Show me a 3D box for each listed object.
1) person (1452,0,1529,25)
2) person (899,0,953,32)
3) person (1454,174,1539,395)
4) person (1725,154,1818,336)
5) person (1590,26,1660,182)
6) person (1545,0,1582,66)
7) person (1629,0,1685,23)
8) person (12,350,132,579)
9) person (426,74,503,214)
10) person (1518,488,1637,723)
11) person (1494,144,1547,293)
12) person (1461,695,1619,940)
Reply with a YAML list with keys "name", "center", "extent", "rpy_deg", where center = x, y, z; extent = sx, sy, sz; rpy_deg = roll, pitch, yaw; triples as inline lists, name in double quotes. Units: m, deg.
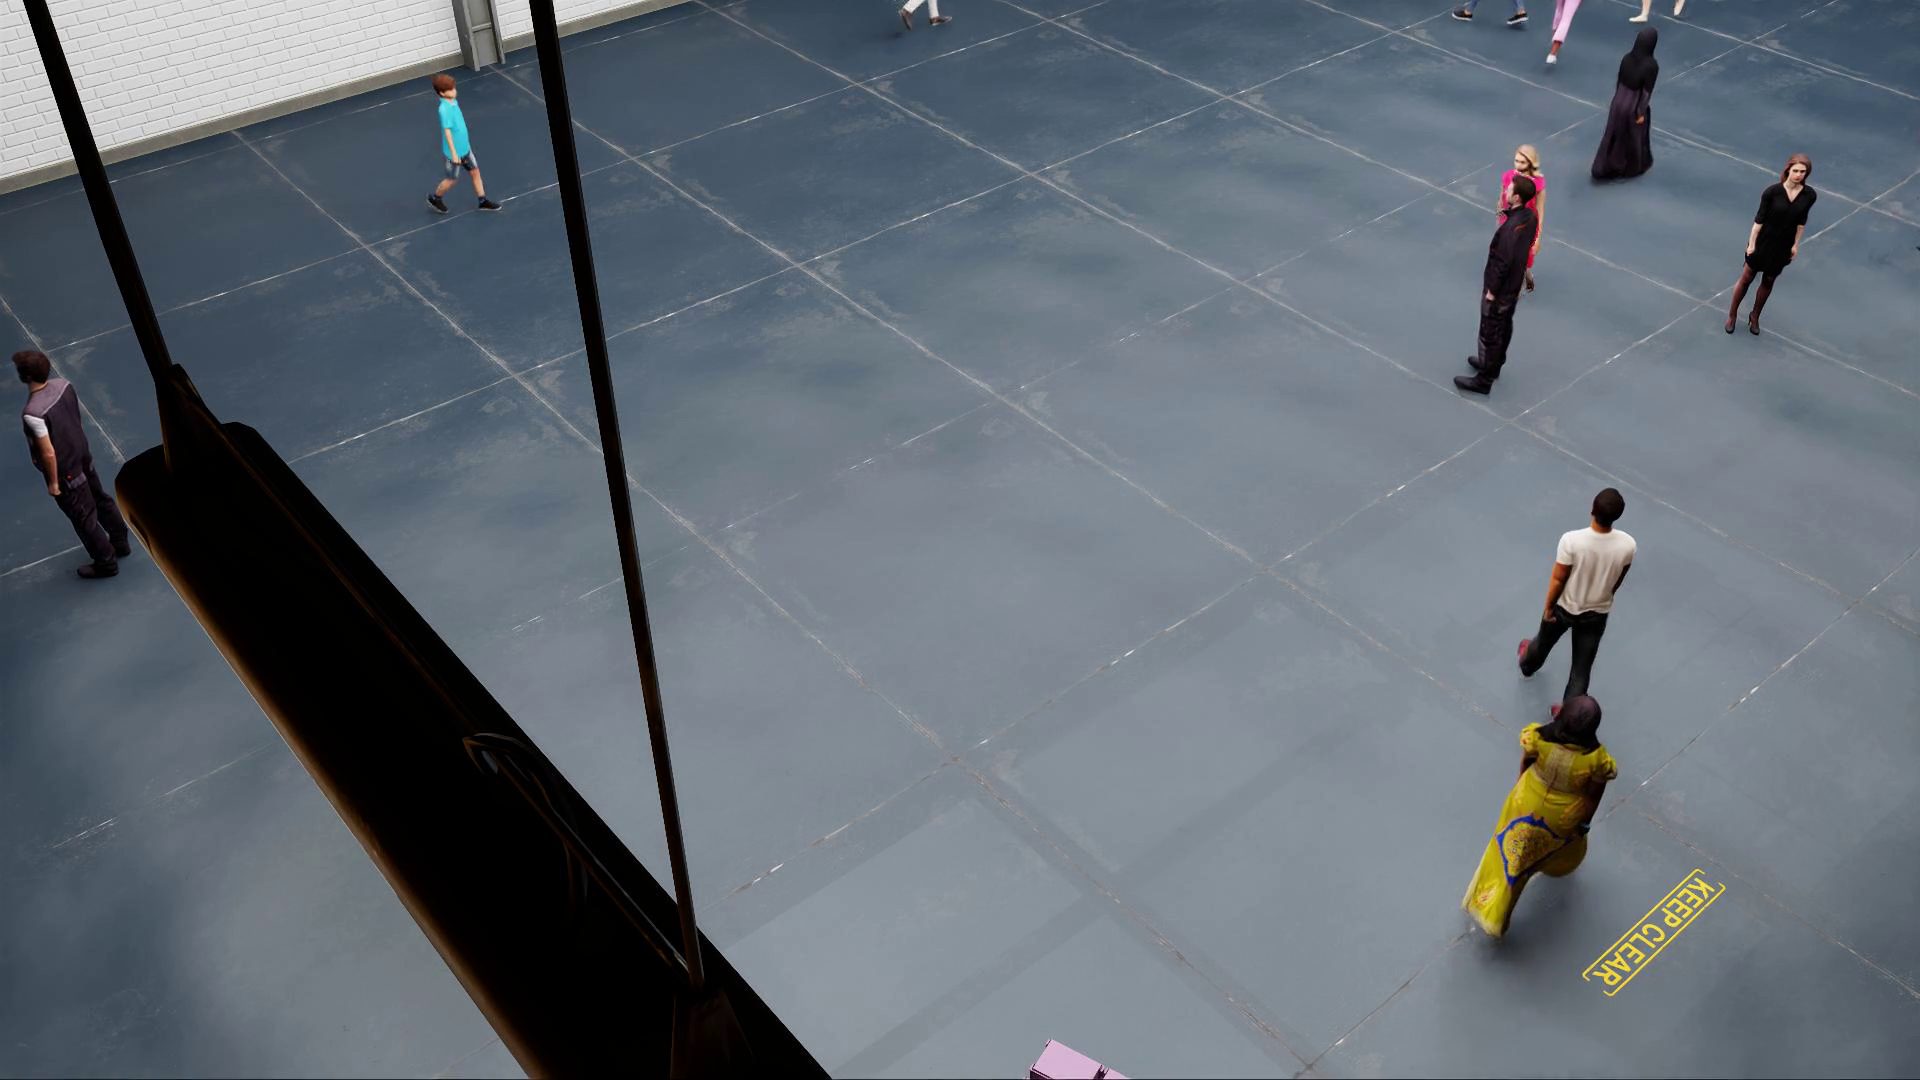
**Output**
- name: "person"
  center: [6.606, -6.997, 20.042]
  extent: [1.004, 1.642, 1.151]
  rpy_deg: [16, 41, 19]
- name: "person"
  center: [-0.455, -6.987, 19.916]
  extent: [1.068, 1.785, 0.772]
  rpy_deg: [-20, 43, -23]
- name: "person"
  center: [4.470, -2.117, 13.715]
  extent: [0.799, 1.913, 0.607]
  rpy_deg: [25, 45, 28]
- name: "person"
  center: [7.048, -2.564, 14.440]
  extent: [0.649, 1.705, 0.698]
  rpy_deg: [5, 39, 6]
- name: "person"
  center: [6.720, -4.385, 16.792]
  extent: [0.992, 1.618, 0.719]
  rpy_deg: [-20, 43, -23]
- name: "person"
  center: [7.009, -6.314, 19.145]
  extent: [0.855, 1.694, 1.246]
  rpy_deg: [20, 43, 23]
- name: "person"
  center: [8.579, -7.070, 20.150]
  extent: [0.952, 1.622, 0.815]
  rpy_deg: [-11, 40, -13]
- name: "person"
  center: [-6.319, -0.553, 11.808]
  extent: [0.785, 1.849, 0.731]
  rpy_deg: [2, 39, 3]
- name: "person"
  center: [-5.003, -3.856, 16.281]
  extent: [0.974, 1.427, 0.924]
  rpy_deg: [4, 39, 5]
- name: "person"
  center: [3.959, 0.491, 10.561]
  extent: [1.051, 1.774, 1.132]
  rpy_deg: [5, 39, 6]
- name: "person"
  center: [4.948, -2.723, 14.643]
  extent: [0.700, 1.702, 0.899]
  rpy_deg: [26, 46, 29]
- name: "person"
  center: [3.273, 1.571, 9.340]
  extent: [1.133, 1.609, 1.472]
  rpy_deg: [18, 42, 21]
